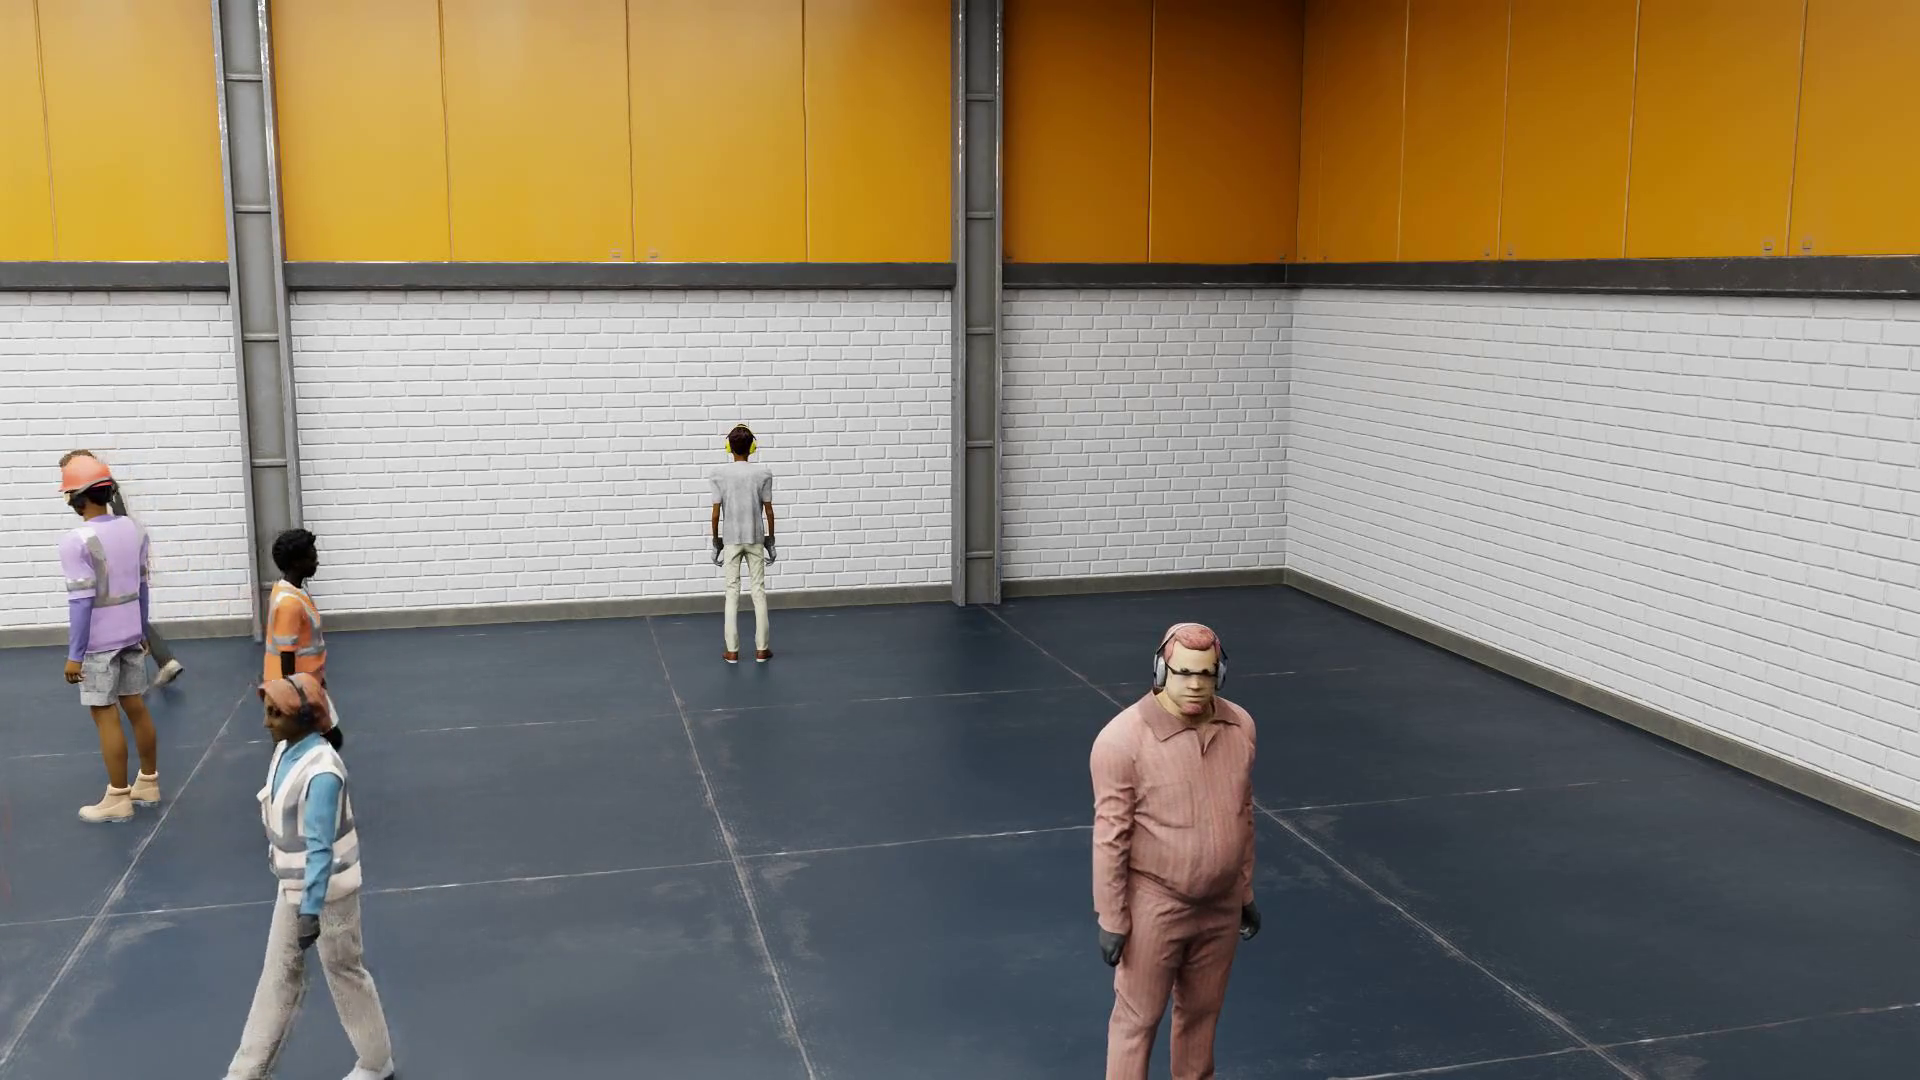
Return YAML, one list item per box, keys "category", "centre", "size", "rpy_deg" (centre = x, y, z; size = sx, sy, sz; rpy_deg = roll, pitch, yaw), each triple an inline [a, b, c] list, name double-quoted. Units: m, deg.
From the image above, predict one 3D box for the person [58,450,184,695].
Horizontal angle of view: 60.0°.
- category: "person"
  centre: [-5.997, 0.245, 11.864]
  size: [0.613, 1.802, 0.572]
  rpy_deg: [1, 9, 4]

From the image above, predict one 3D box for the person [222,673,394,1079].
- category: "person"
  centre: [-2.403, 1.278, 5.975]
  size: [0.699, 1.605, 0.542]
  rpy_deg: [-7, 12, -39]

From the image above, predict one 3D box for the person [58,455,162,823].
- category: "person"
  centre: [-4.756, 0.546, 9.231]
  size: [0.390, 2.039, 0.614]
  rpy_deg: [2, 9, 10]

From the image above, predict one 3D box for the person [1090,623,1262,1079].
- category: "person"
  centre: [0.743, 1.208, 5.528]
  size: [0.651, 1.904, 0.402]
  rpy_deg: [-5, 10, -29]

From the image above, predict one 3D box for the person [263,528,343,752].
- category: "person"
  centre: [-3.538, 0.771, 8.954]
  size: [0.453, 1.683, 0.544]
  rpy_deg: [-4, 10, -25]

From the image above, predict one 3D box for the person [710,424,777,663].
- category: "person"
  centre: [-1.689, 0.031, 12.987]
  size: [0.513, 1.870, 0.328]
  rpy_deg: [-1, 9, -8]
